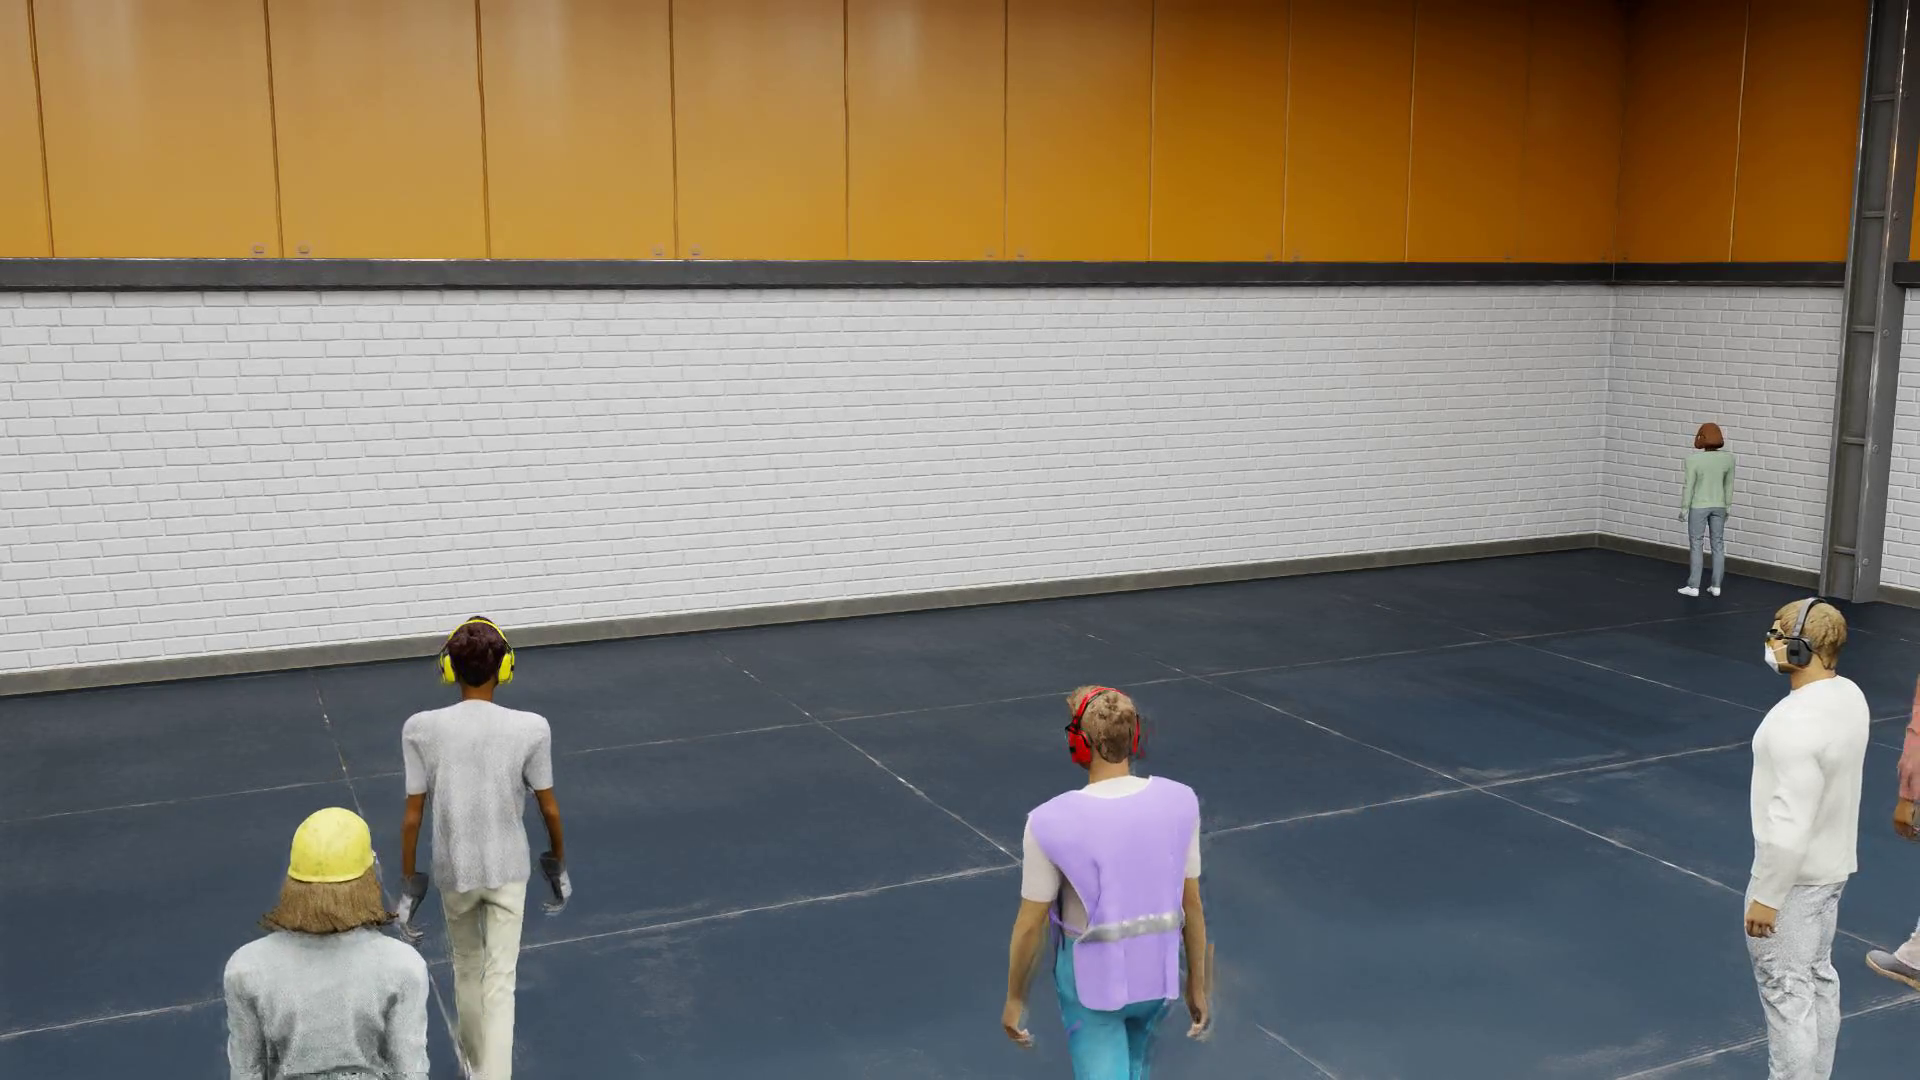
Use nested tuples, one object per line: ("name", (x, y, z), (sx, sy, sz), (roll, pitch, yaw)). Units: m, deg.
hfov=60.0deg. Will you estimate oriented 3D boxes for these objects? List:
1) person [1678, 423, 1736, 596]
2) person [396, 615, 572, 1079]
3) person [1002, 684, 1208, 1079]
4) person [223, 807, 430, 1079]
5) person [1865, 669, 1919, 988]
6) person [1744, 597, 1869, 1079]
("person", (6.990, -0.283, 15.583), (0.497, 1.634, 0.287), (-1, 9, -6))
("person", (-1.673, 1.169, 5.925), (0.566, 1.836, 0.840), (-1, 9, -6))
("person", (0.401, 1.325, 5.064), (0.591, 1.804, 0.896), (-4, 10, -26))
("person", (-1.559, 1.522, 4.134), (0.488, 1.713, 0.787), (-2, 9, -15))
("person", (4.102, 0.995, 6.665), (0.624, 1.962, 0.963), (-3, 10, -16))
("person", (2.879, 1.152, 5.735), (0.358, 1.938, 0.636), (9, 12, 43))
